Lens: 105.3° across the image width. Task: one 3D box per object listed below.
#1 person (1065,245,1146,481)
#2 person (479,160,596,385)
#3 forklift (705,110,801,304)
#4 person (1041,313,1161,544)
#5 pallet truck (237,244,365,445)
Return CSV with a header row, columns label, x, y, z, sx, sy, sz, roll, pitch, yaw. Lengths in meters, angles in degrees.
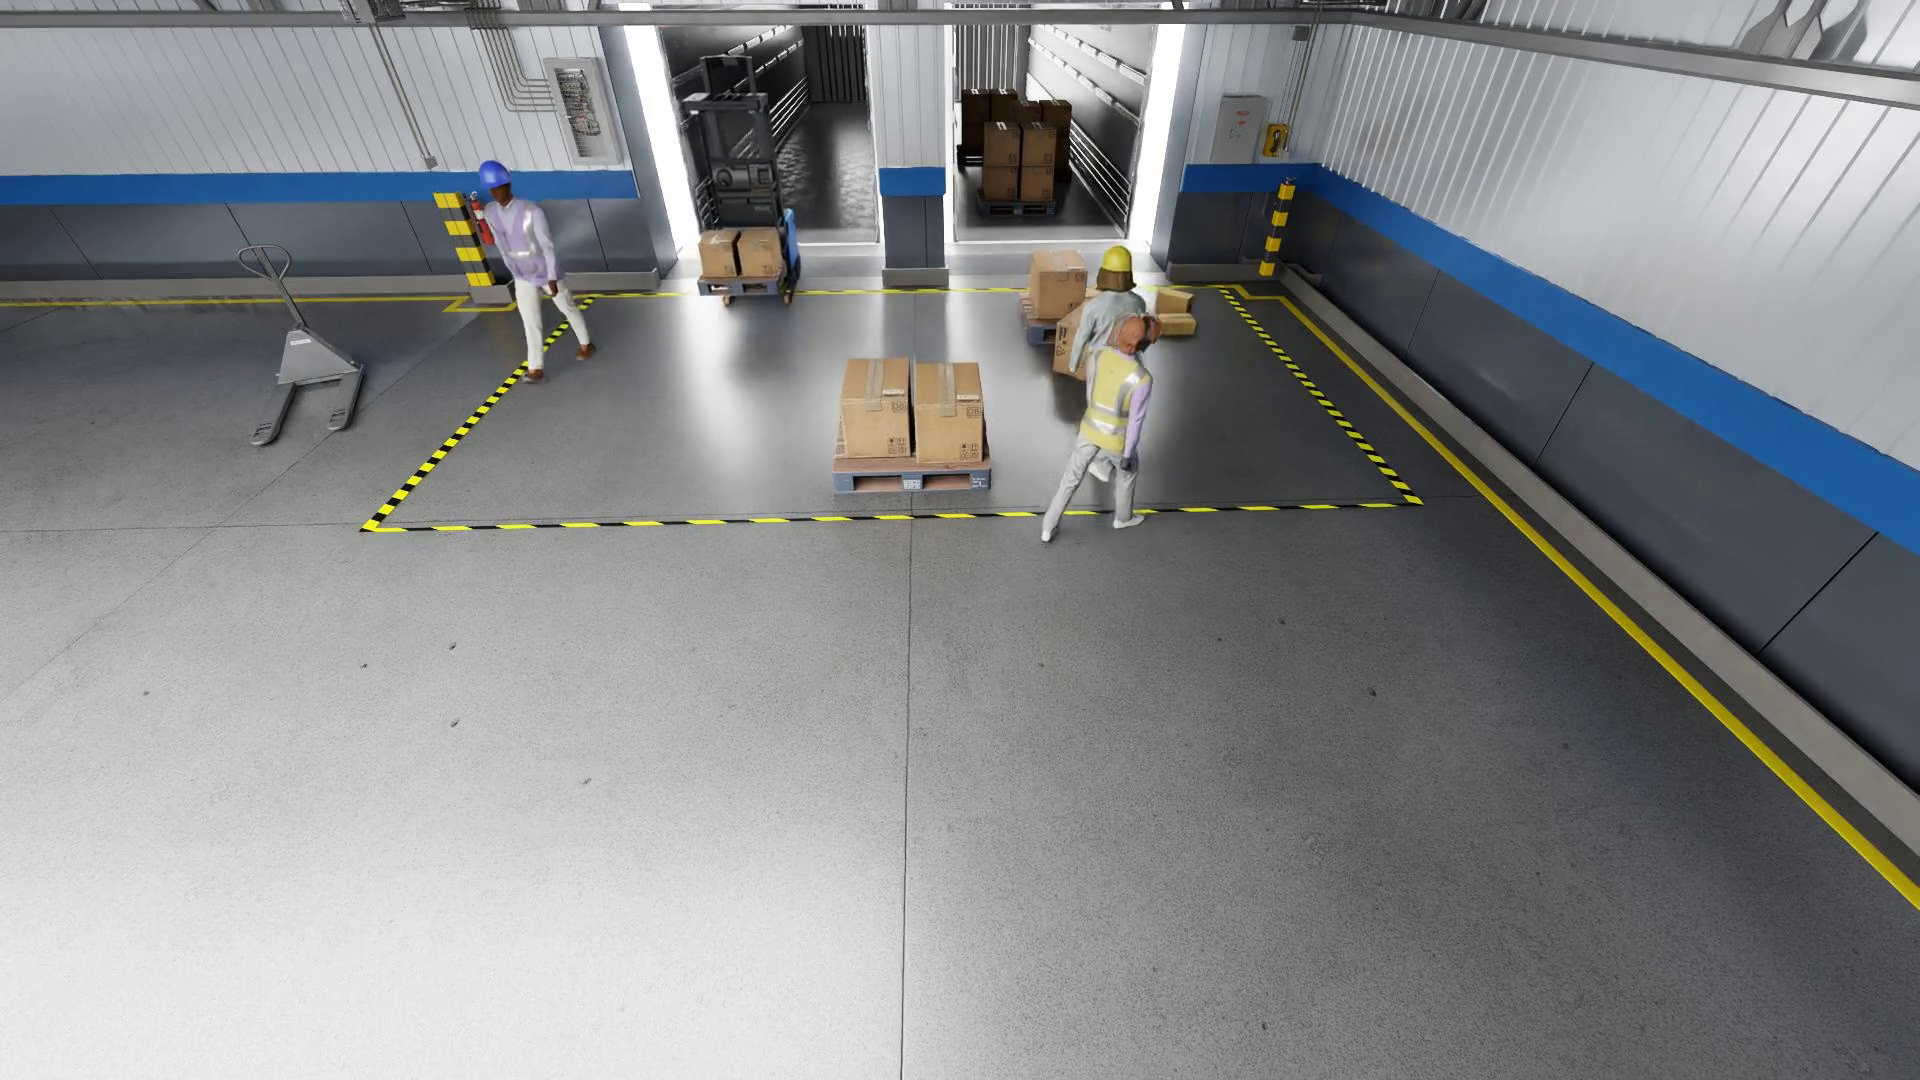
label,x,y,z,sx,sy,sz,roll,pitch,yaw
person,1.039,-1.271,5.392,0.483,1.721,0.543,-17,42,-21
person,-3.913,-2.405,6.684,0.613,1.889,1.030,2,38,2
forklift,-2.418,-4.063,8.658,0.716,2.013,0.776,-2,39,-2
person,0.941,-0.667,4.749,0.796,1.572,0.538,-27,46,-30
pallet truck,-5.915,-1.733,6.366,0.680,1.201,1.601,-18,42,-21
